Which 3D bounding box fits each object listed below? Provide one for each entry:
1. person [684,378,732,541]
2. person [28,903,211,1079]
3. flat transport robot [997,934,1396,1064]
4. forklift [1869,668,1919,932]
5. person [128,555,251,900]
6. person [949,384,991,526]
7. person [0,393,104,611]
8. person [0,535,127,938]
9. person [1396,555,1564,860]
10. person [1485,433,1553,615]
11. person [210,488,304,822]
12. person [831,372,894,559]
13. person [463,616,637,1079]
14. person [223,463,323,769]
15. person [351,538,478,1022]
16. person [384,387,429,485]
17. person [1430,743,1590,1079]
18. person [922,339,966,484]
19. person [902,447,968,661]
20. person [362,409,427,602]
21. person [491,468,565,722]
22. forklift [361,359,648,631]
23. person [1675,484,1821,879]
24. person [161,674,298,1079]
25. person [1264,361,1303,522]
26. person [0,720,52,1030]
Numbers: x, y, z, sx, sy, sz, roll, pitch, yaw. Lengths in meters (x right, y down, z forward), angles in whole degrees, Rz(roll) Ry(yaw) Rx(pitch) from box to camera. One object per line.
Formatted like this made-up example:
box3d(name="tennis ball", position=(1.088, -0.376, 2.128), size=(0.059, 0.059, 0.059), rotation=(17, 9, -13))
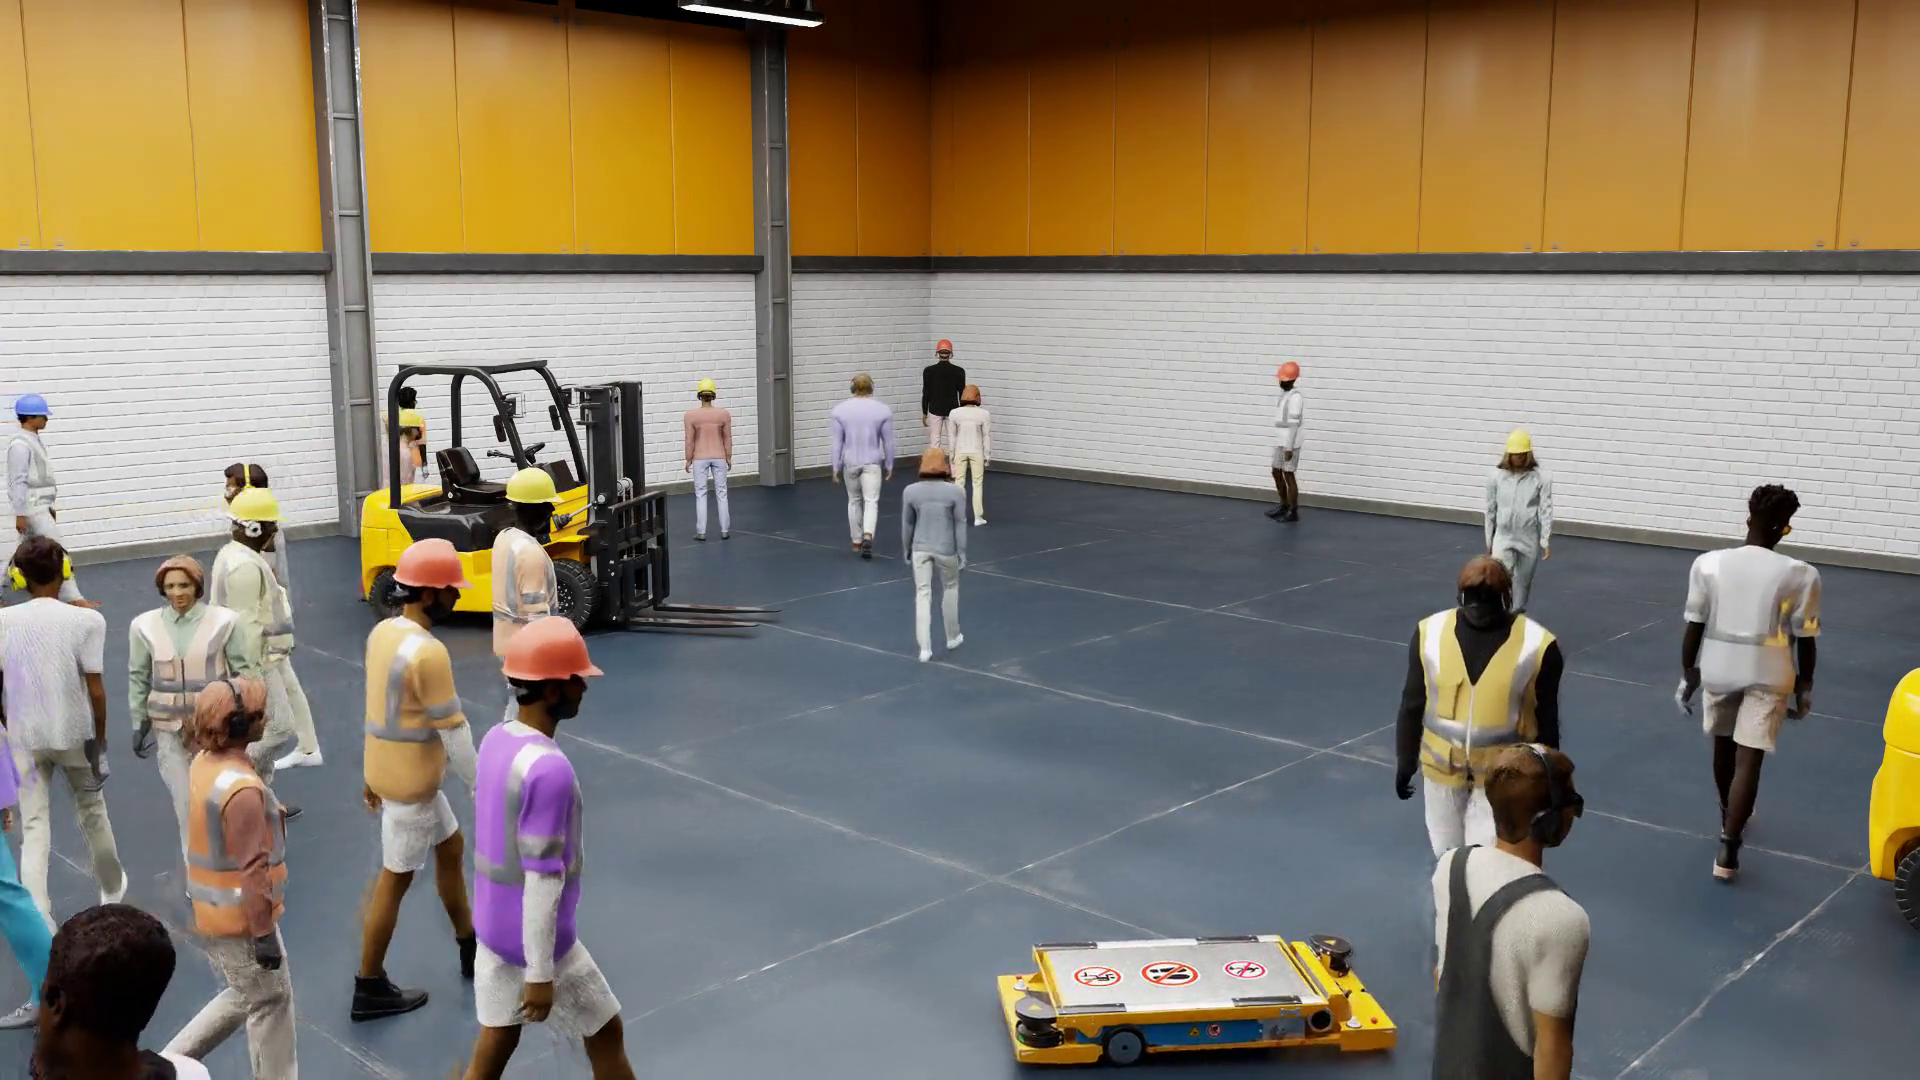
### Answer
box3d(name="person", position=(-2.735, -0.871, 18.089), size=(0.523, 1.769, 0.315), rotation=(-3, 10, -18))
box3d(name="person", position=(-1.388, 1.570, 2.817), size=(0.428, 1.880, 0.707), rotation=(-2, 9, -10))
box3d(name="flat transport robot", position=(0.893, 1.770, 6.471), size=(1.431, 0.197, 0.652), rotation=(-1, 9, -6))
box3d(name="forklift", position=(5.205, 0.723, 7.013), size=(2.313, 2.155, 1.214), rotation=(9, 13, 43))
box3d(name="person", position=(-3.601, 0.875, 7.803), size=(0.529, 1.622, 0.370), rotation=(-2, 9, -11))
box3d(name="person", position=(0.117, -0.974, 19.151), size=(0.497, 1.627, 0.270), rotation=(2, 9, 11))
box3d(name="person", position=(-7.935, -0.296, 14.148), size=(0.962, 1.911, 0.619), rotation=(-3, 10, -19))
box3d(name="person", position=(-3.939, 0.878, 7.234), size=(0.494, 1.813, 0.944), rotation=(-3, 10, -20))
box3d(name="person", position=(2.162, 0.932, 6.945), size=(0.638, 1.811, 0.862), rotation=(5, 11, 29))
box3d(name="person", position=(4.314, 0.014, 12.890), size=(0.495, 1.693, 0.915), rotation=(2, 10, 15))
box3d(name="person", position=(-3.725, 0.631, 8.745), size=(0.469, 1.809, 0.604), rotation=(-5, 11, -30))
box3d(name="person", position=(-1.002, -0.771, 17.081), size=(0.637, 1.913, 0.902), rotation=(0, 9, 2))
box3d(name="person", position=(-1.204, 1.172, 5.181), size=(0.959, 1.888, 0.567), rotation=(-7, 11, -36))
box3d(name="person", position=(-4.165, 0.472, 9.649), size=(0.857, 1.838, 0.525), rotation=(-3, 10, -20))
box3d(name="person", position=(-2.064, 0.932, 6.628), size=(0.900, 1.892, 0.550), rotation=(-6, 11, -33))
box3d(name="person", position=(-5.950, -0.804, 17.926), size=(0.532, 1.691, 0.322), rotation=(4, 10, 23))
box3d(name="person", position=(1.397, 1.381, 4.210), size=(0.955, 1.794, 0.527), rotation=(-5, 10, -26))
box3d(name="person", position=(-0.217, -1.754, 22.827), size=(0.617, 1.989, 0.400), rotation=(-1, 9, -9))
box3d(name="person", position=(-0.174, 0.086, 12.723), size=(0.523, 1.601, 0.766), rotation=(2, 9, 10))
box3d(name="person", position=(-4.935, -0.312, 14.859), size=(0.929, 1.704, 0.533), rotation=(-4, 10, -23))
box3d(name="person", position=(-2.240, 0.578, 8.717), size=(0.384, 1.924, 0.593), rotation=(-5, 11, -30))
box3d(name="forklift", position=(-3.850, -0.407, 13.936), size=(2.313, 2.155, 1.214), rotation=(2, 9, 11))
box3d(name="person", position=(3.923, 0.669, 8.255), size=(0.598, 1.908, 0.993), rotation=(7, 12, 39))
box3d(name="person", position=(-2.433, 1.251, 5.517), size=(0.560, 1.622, 0.520), rotation=(-7, 11, -36))
box3d(name="person", position=(3.796, -1.135, 19.320), size=(0.432, 1.898, 0.597), rotation=(-2, 9, -11))
box3d(name="person", position=(-3.917, 1.034, 6.321), size=(0.972, 1.794, 0.573), rotation=(-4, 10, -23))
